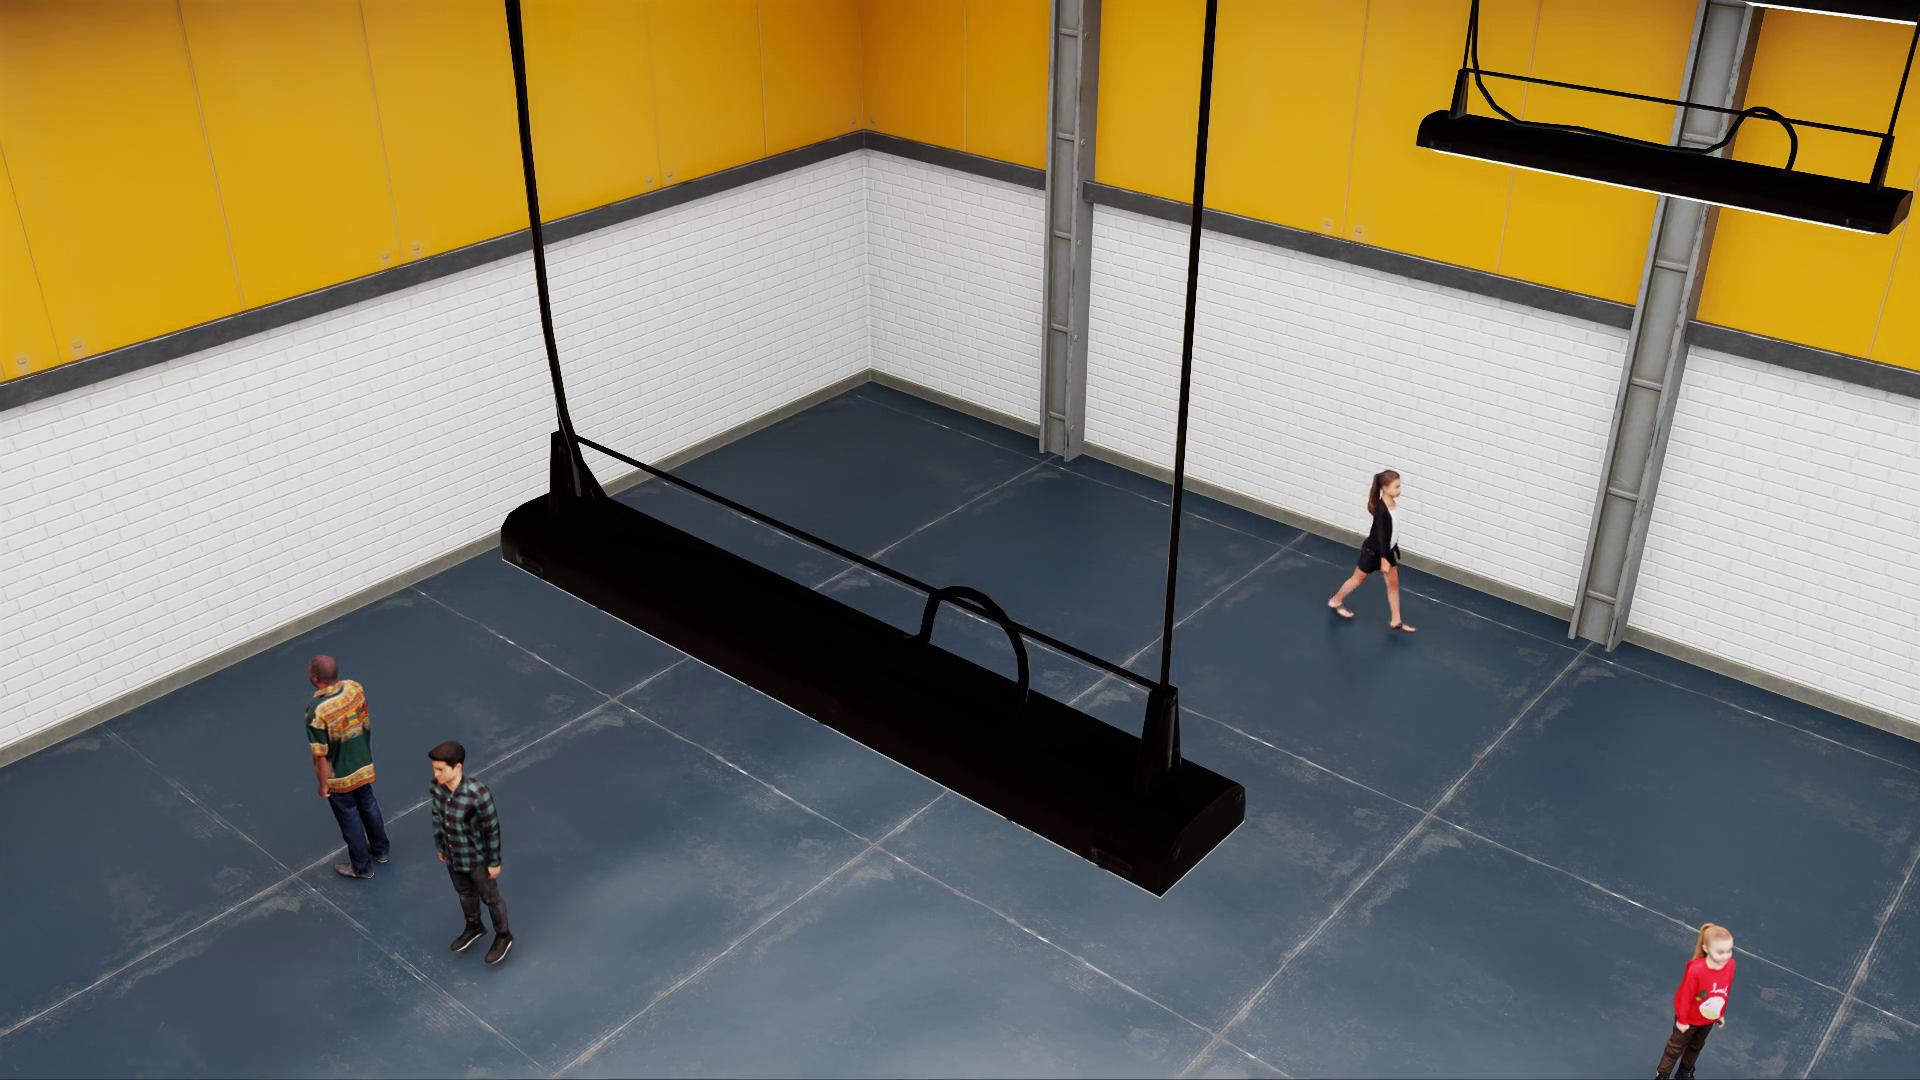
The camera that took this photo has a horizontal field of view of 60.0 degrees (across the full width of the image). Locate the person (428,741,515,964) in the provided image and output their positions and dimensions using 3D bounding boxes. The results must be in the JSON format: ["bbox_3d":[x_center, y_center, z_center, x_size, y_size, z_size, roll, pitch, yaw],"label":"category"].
[{"bbox_3d":[-3.214,2.014,10.913,0.575,1.712,0.762,13,31,22],"label":"person"}]

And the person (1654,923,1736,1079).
[{"bbox_3d":[4.434,2.845,9.995,0.585,1.280,0.628,-9,30,-15],"label":"person"}]

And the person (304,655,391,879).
[{"bbox_3d":[-4.341,1.591,11.744,0.770,1.807,0.782,11,31,19],"label":"person"}]

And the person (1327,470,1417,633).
[{"bbox_3d":[3.646,0.082,14.810,1.058,1.520,0.544,20,34,32],"label":"person"}]
